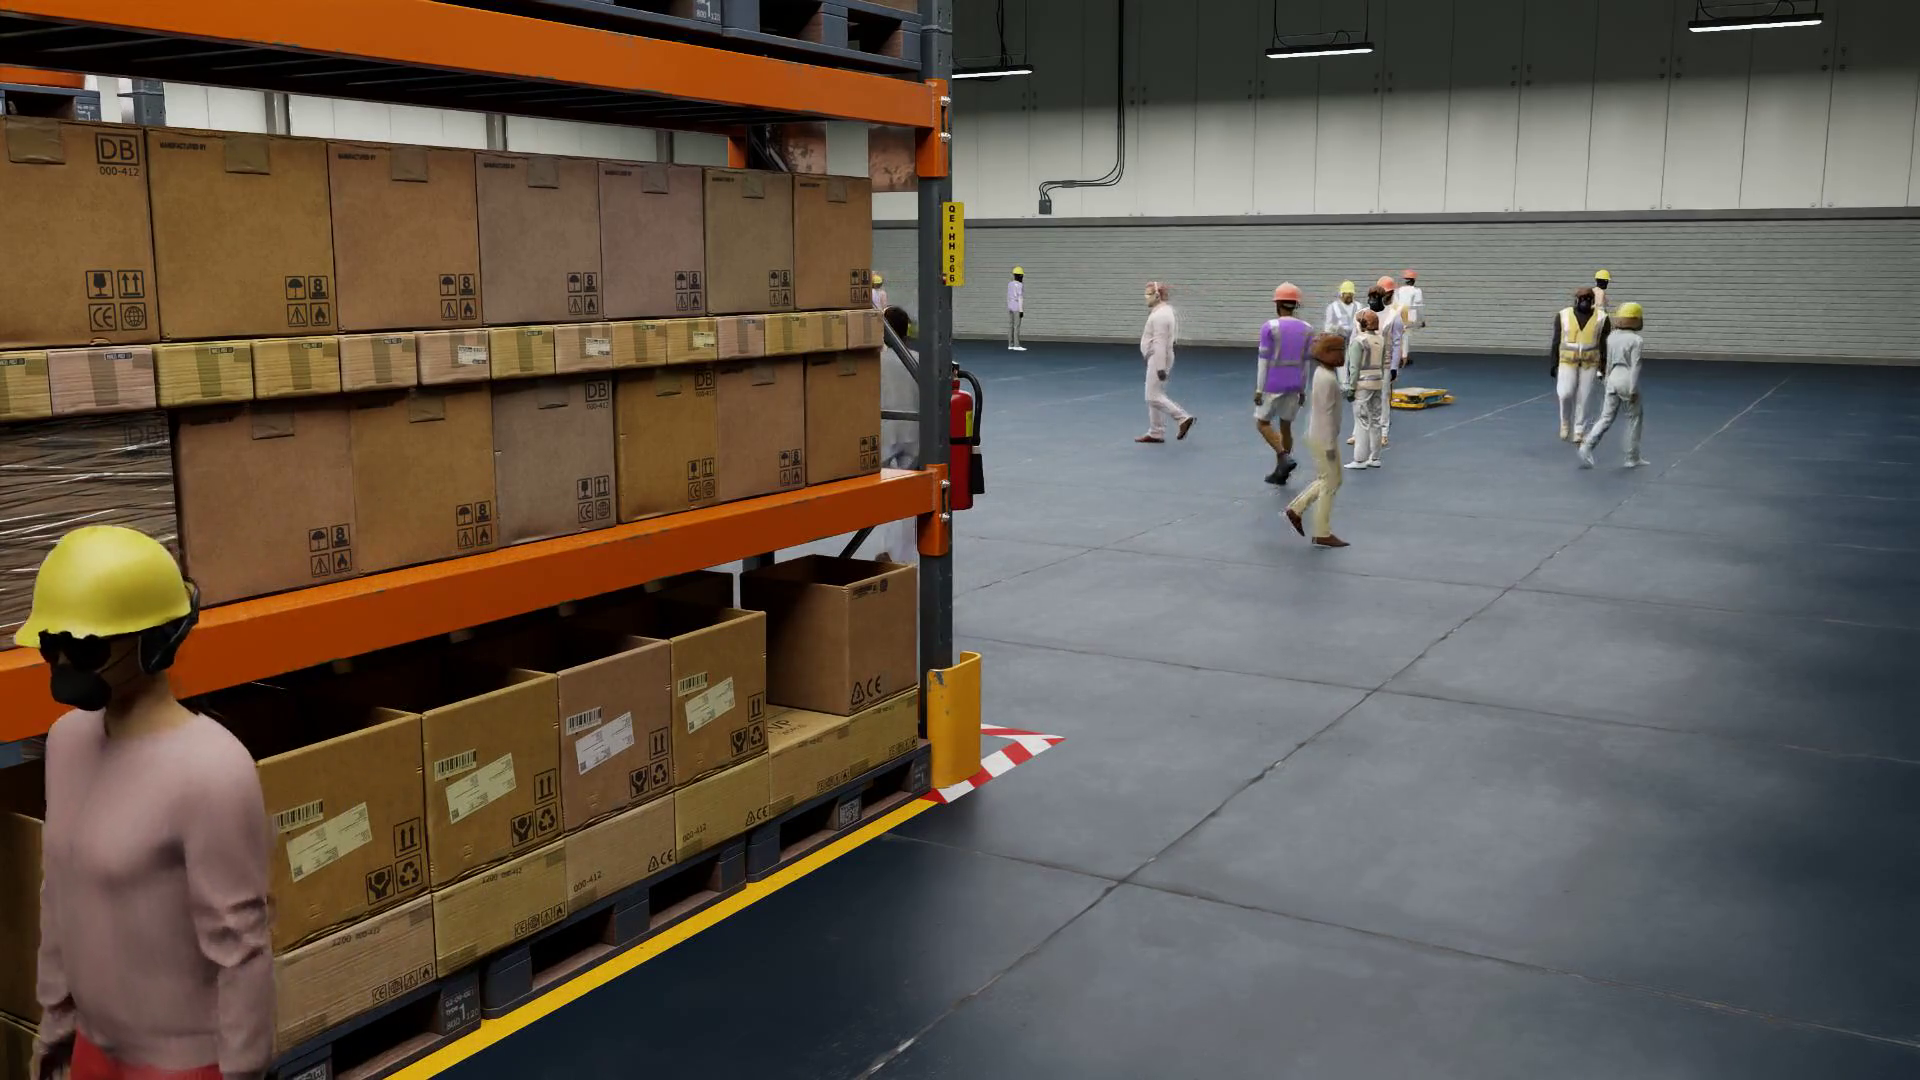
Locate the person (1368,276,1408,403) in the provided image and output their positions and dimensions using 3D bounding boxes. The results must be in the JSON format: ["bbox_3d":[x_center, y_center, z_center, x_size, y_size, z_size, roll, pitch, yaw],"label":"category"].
[{"bbox_3d":[5.384,-2.392,21.191,0.586,1.917,0.519,6,11,31],"label":"person"}]

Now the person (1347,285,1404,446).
[{"bbox_3d":[4.759,-2.004,19.152,0.626,1.846,0.429,7,12,34],"label":"person"}]

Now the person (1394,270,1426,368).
[{"bbox_3d":[8.814,-4.326,32.584,0.562,1.897,0.930,9,13,43],"label":"person"}]

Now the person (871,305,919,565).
[{"bbox_3d":[-0.431,-0.656,11.256,0.511,1.853,0.494,-2,10,-14],"label":"person"}]

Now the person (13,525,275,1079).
[{"bbox_3d":[-1.338,0.836,2.780,0.543,1.757,0.561,7,12,34],"label":"person"}]

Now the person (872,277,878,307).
[{"bbox_3d":[-1.778,-3.954,30.370,0.836,1.904,0.583,-1,10,-5],"label":"person"}]

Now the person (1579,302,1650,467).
[{"bbox_3d":[6.768,-1.588,17.096,0.798,1.714,0.497,-4,11,-23],"label":"person"}]

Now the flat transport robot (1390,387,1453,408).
[{"bbox_3d":[6.579,-2.069,24.128,0.652,0.197,1.431,7,12,36],"label":"flat transport robot"}]

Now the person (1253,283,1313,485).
[{"bbox_3d":[3.067,-1.453,15.690,0.563,1.925,0.527,-4,10,-21],"label":"person"}]

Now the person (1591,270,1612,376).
[{"bbox_3d":[11.644,-3.961,30.374,0.380,1.922,0.591,1,10,5],"label":"person"}]

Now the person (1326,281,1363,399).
[{"bbox_3d":[5.952,-3.067,25.548,0.600,1.784,0.926,-3,10,-14],"label":"person"}]

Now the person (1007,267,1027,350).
[{"bbox_3d":[1.306,-5.347,38.486,0.383,1.923,0.589,-5,11,-25],"label":"person"}]

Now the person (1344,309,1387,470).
[{"bbox_3d":[4.171,-1.538,17.040,0.510,1.634,0.311,-8,13,-40],"label":"person"}]

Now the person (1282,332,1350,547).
[{"bbox_3d":[2.709,-0.746,12.435,0.419,1.616,0.515,1,10,8],"label":"person"}]

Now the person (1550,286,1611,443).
[{"bbox_3d":[7.229,-2.039,19.394,0.656,1.828,0.452,3,10,18],"label":"person"}]

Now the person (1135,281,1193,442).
[{"bbox_3d":[2.365,-2.045,19.267,0.589,1.890,0.655,2,10,10],"label":"person"}]

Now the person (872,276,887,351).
[{"bbox_3d":[-1.725,-4.690,35.110,0.328,1.765,0.527,-7,12,-34],"label":"person"}]
